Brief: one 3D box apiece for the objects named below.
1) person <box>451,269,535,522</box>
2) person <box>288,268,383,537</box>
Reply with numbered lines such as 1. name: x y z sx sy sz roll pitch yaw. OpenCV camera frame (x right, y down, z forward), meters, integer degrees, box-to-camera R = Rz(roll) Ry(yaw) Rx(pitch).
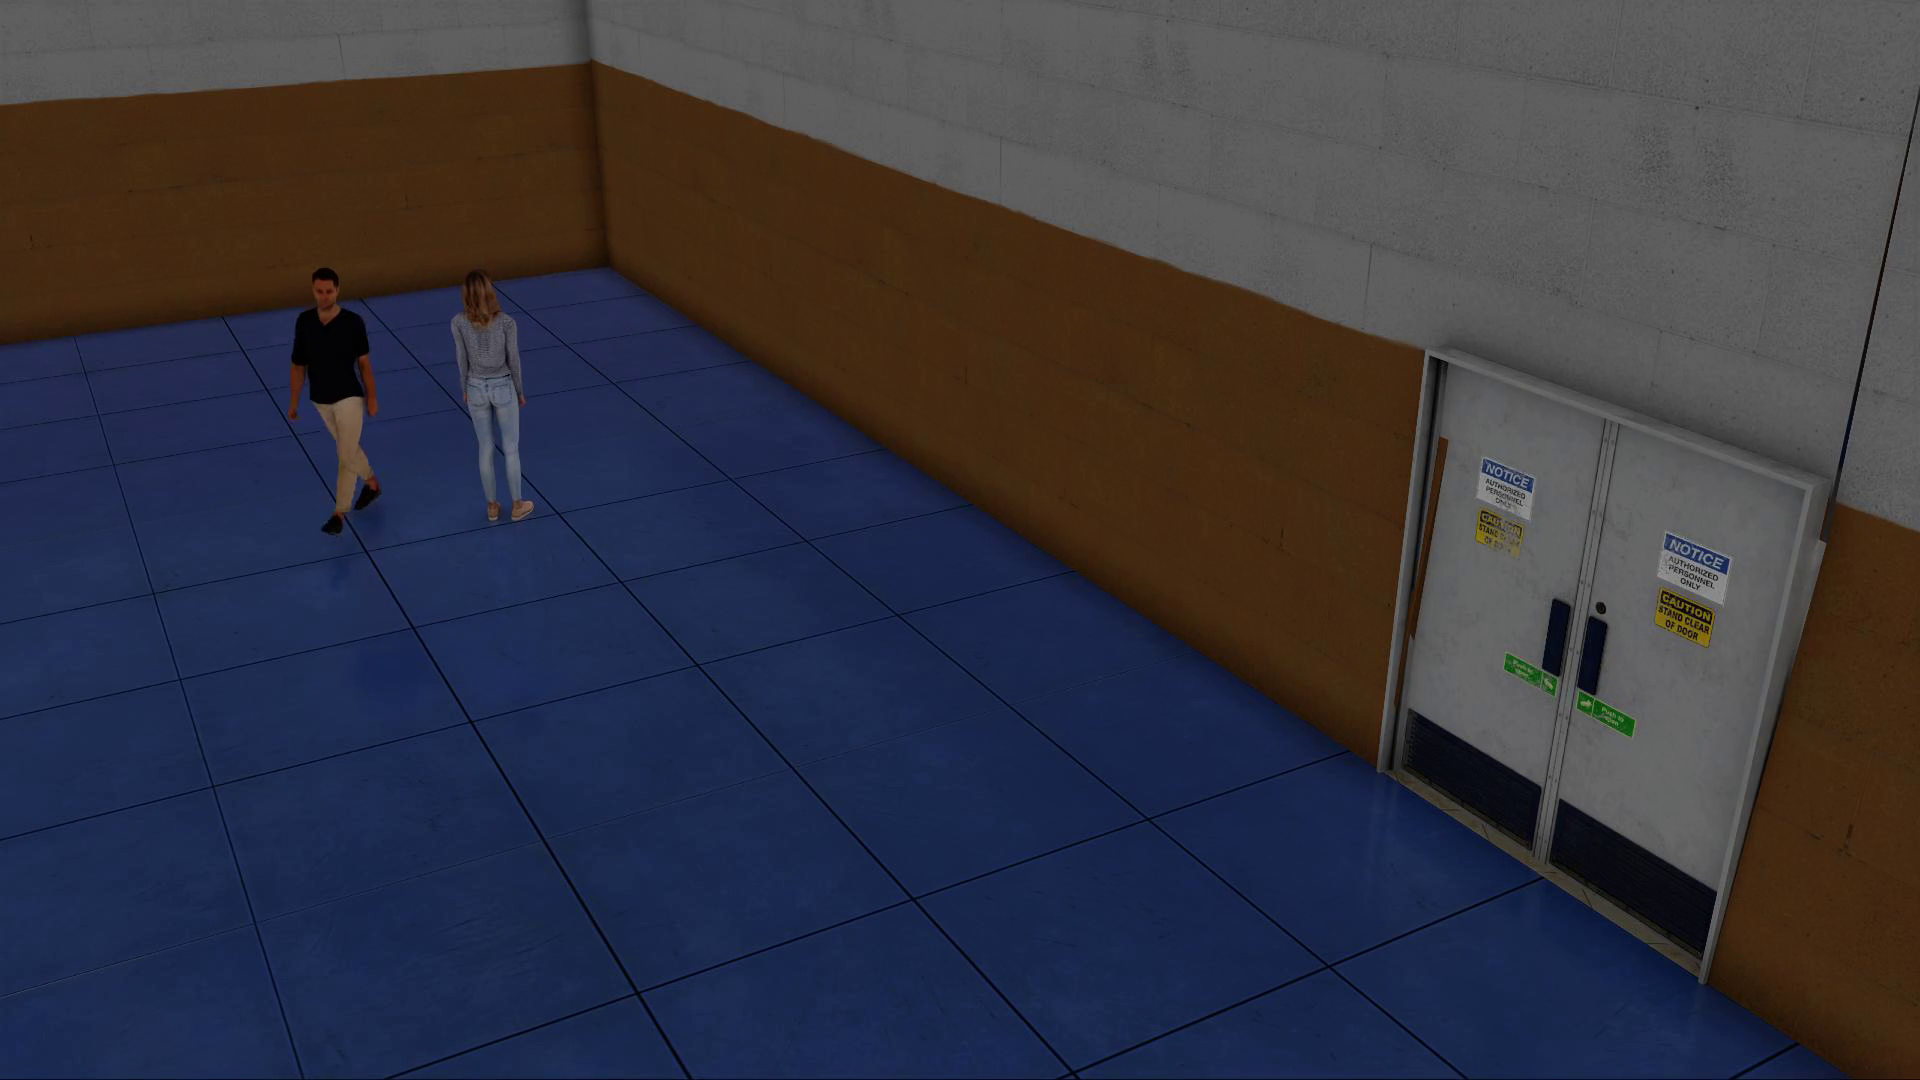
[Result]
1. person: -3.240 -1.000 11.524 0.606 1.796 0.725 -1 24 -1
2. person: -4.230 -0.977 11.436 1.211 1.799 1.193 4 24 8
